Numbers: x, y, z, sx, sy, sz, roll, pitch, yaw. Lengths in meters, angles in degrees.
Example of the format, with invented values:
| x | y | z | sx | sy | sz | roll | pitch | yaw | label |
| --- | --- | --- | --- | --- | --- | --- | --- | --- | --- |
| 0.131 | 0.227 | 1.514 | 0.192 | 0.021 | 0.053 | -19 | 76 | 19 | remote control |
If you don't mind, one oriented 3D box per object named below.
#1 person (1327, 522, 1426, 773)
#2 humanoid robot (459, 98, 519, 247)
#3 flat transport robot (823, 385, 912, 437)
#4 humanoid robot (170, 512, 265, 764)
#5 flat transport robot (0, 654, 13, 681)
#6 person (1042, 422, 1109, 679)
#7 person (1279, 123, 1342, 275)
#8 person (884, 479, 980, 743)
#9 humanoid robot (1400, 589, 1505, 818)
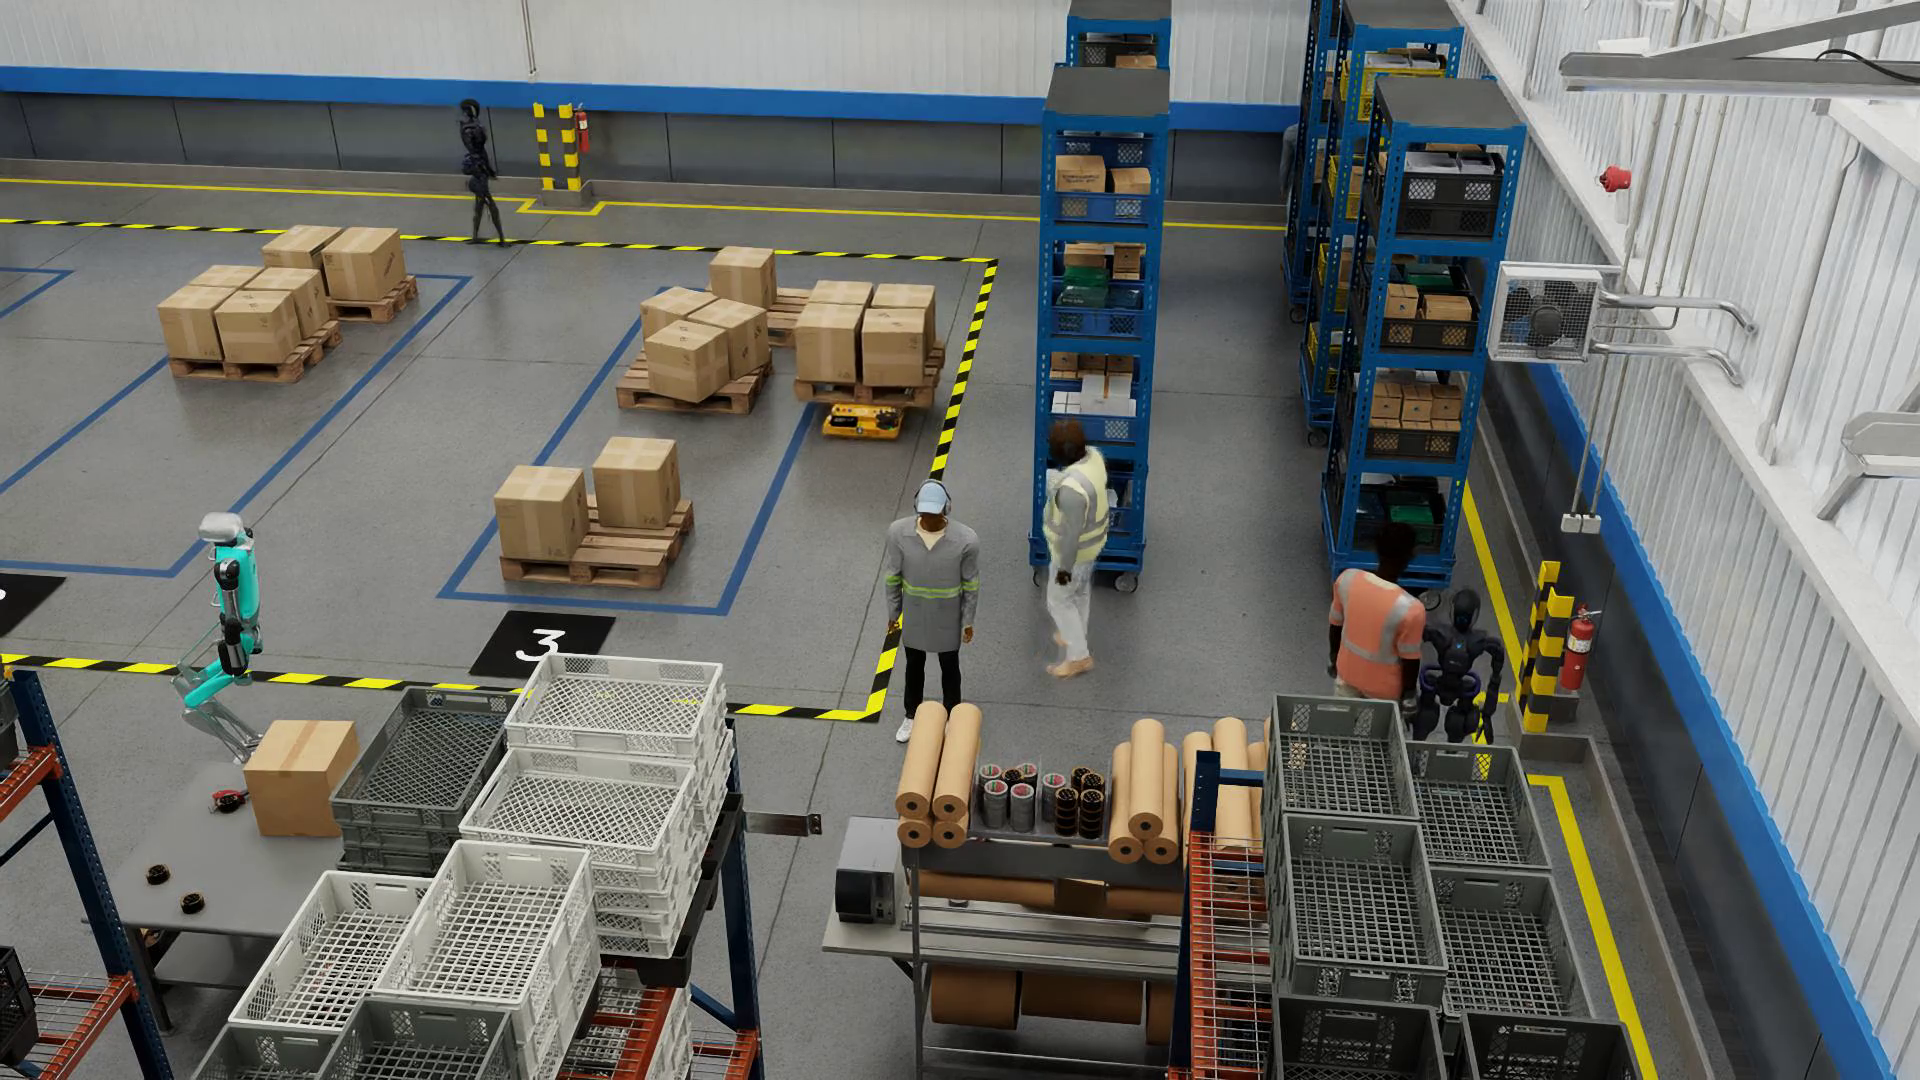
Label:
| x | y | z | sx | sy | sz | roll | pitch | yaw | label |
| --- | --- | --- | --- | --- | --- | --- | --- | --- | --- |
| 2.403 | 0.775 | 9.663 | 0.361 | 1.956 | 0.611 | -23 | 37 | -34 | person |
| -5.202 | -4.011 | 18.172 | 0.602 | 1.644 | 0.586 | -2 | 30 | -3 | humanoid robot |
| -0.786 | -1.334 | 14.937 | 0.652 | 0.197 | 1.431 | 3 | 30 | 6 | flat transport robot |
| -4.508 | 0.619 | 10.022 | 0.735 | 1.671 | 0.533 | -5 | 31 | -9 | humanoid robot |
| -7.142 | 0.969 | 11.010 | 1.431 | 0.231 | 0.659 | 3 | 30 | 6 | flat transport robot |
| 0.771 | 0.028 | 11.088 | 0.441 | 1.822 | 0.736 | 11 | 32 | 19 | person |
| 3.641 | -3.702 | 17.388 | 0.620 | 1.932 | 0.370 | 2 | 30 | 4 | person |
| -0.178 | 0.456 | 10.316 | 0.589 | 1.852 | 0.365 | 5 | 31 | 8 | person |
| 2.813 | 0.957 | 9.638 | 0.589 | 1.641 | 0.396 | 8 | 31 | 13 | humanoid robot |
